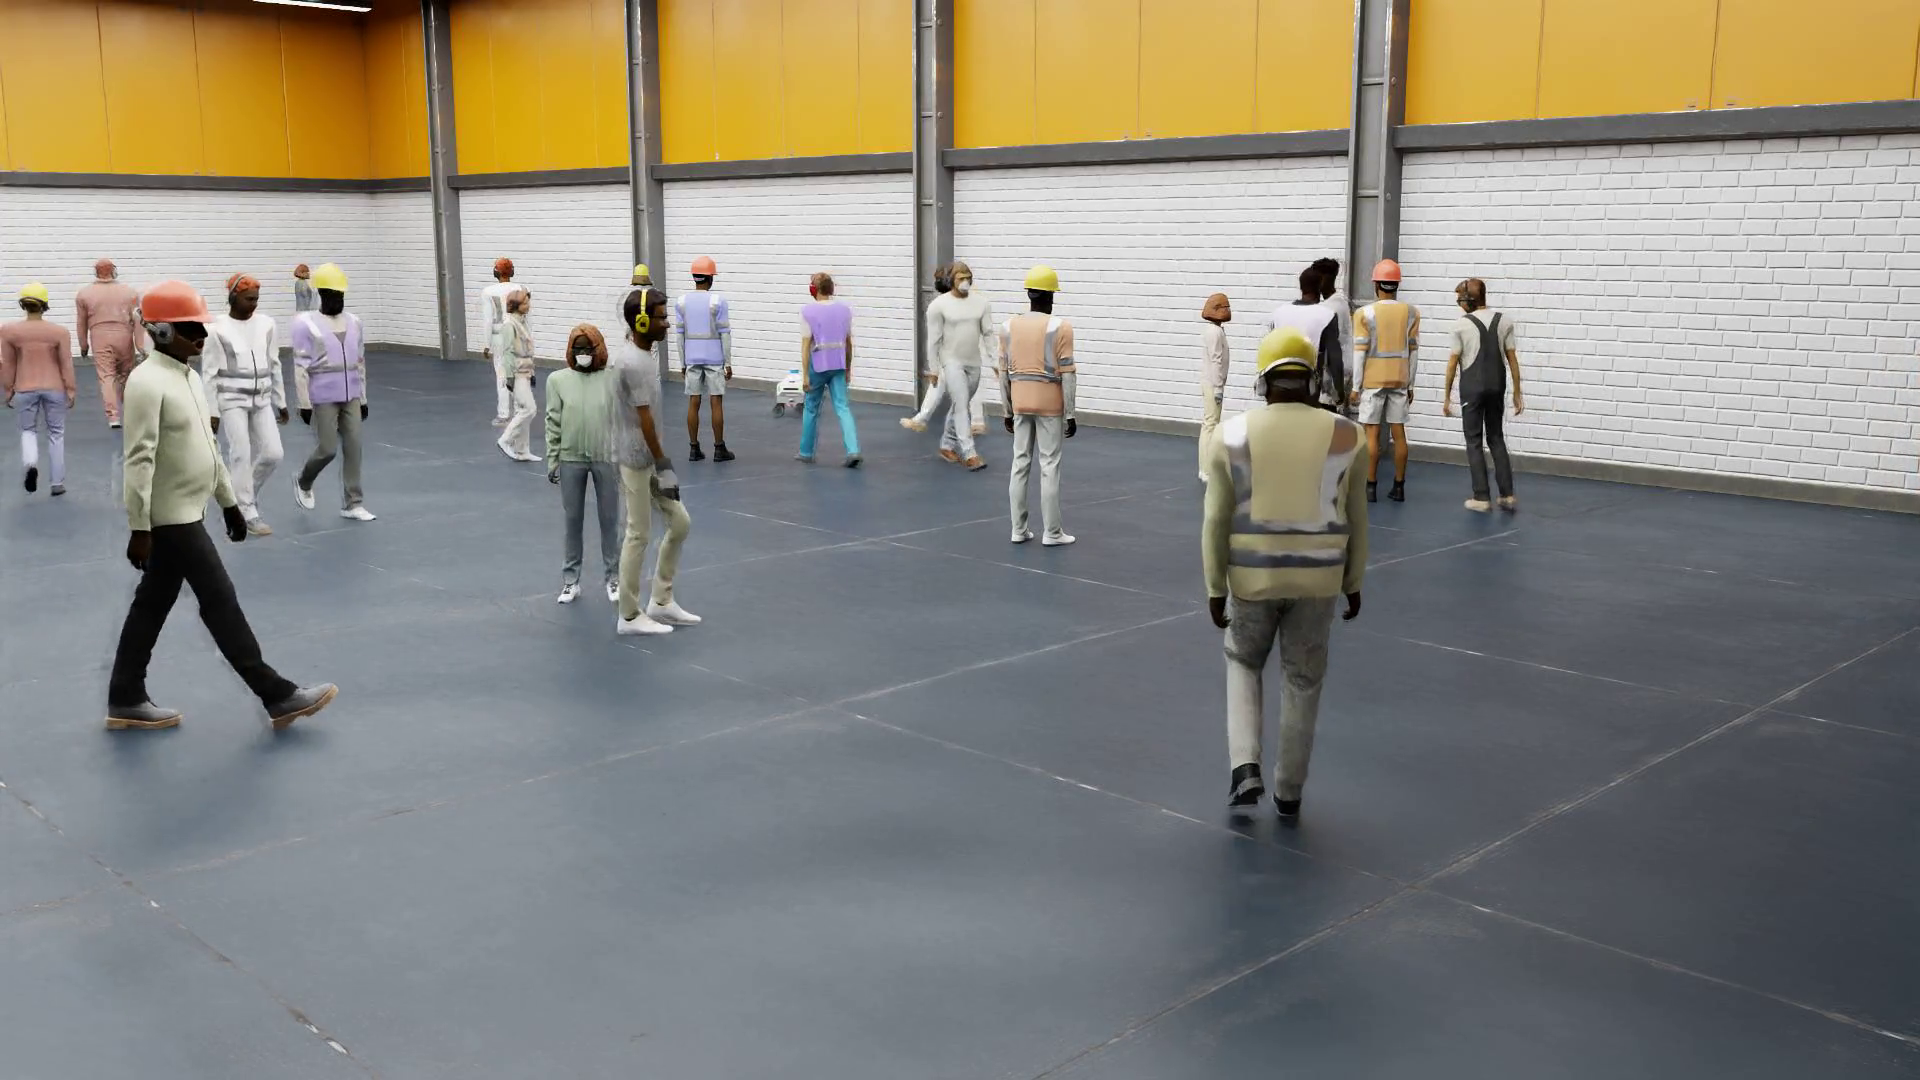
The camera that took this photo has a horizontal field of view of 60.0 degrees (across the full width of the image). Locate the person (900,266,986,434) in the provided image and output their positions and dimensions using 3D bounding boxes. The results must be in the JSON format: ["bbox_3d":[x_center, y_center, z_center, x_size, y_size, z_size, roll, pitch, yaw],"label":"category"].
[{"bbox_3d":[-0.164,-2.017,17.810,0.968,1.791,0.630,3,11,14],"label":"person"}]

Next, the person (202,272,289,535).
[{"bbox_3d":[-5.109,-0.964,11.863,0.470,1.870,0.620,7,13,34],"label":"person"}]

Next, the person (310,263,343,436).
[{"bbox_3d":[-6.707,-2.028,17.764,0.404,1.835,0.589,-7,13,-34],"label":"person"}]

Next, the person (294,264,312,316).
[{"bbox_3d":[-11.213,-3.892,28.479,0.287,1.634,0.497,-8,13,-39],"label":"person"}]

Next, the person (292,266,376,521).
[{"bbox_3d":[-4.730,-1.097,12.486,0.686,1.908,0.592,7,12,33],"label":"person"}]

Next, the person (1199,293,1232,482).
[{"bbox_3d":[2.219,-1.316,14.423,0.280,1.636,0.503,1,10,4],"label":"person"}]

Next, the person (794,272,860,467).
[{"bbox_3d":[-1.216,-1.574,15.394,0.586,1.804,0.965,-7,12,-33],"label":"person"}]

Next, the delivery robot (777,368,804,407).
[{"bbox_3d":[-1.958,-1.788,19.691,0.477,0.478,0.707,0,10,1],"label":"delivery robot"}]

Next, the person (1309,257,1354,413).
[{"bbox_3d":[3.330,-1.540,14.802,0.504,1.941,0.649,2,11,11],"label":"person"}]

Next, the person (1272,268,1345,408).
[{"bbox_3d":[2.902,-1.329,13.894,0.615,1.864,1.006,10,14,43],"label":"person"}]

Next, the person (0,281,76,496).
[{"bbox_3d":[-7.488,-1.215,13.536,0.531,1.759,0.463,-4,11,-21],"label":"person"}]

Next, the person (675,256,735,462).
[{"bbox_3d":[-2.401,-1.701,15.702,0.543,1.939,0.355,2,11,13],"label":"person"}]

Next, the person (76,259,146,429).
[{"bbox_3d":[-9.496,-2.200,18.625,0.672,1.854,1.005,-5,11,-25],"label":"person"}]

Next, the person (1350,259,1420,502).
[{"bbox_3d":[3.387,-1.267,13.330,0.547,1.939,0.376,-1,10,-6],"label":"person"}]

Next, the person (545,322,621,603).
[{"bbox_3d":[-2.154,-0.446,9.686,0.499,1.633,0.279,-1,10,-7],"label":"person"}]

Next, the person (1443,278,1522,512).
[{"bbox_3d":[4.038,-1.122,12.901,0.538,1.804,0.463,-1,10,-8],"label":"person"}]

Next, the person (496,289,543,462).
[{"bbox_3d":[-4.109,-1.529,15.590,0.364,1.623,0.537,0,10,1],"label":"person"}]

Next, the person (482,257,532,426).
[{"bbox_3d":[-5.074,-2.217,18.664,0.574,1.884,0.356,-9,13,-39],"label":"person"}]

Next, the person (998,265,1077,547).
[{"bbox_3d":[0.543,-0.913,11.433,0.587,1.927,0.367,6,12,31],"label":"person"}]

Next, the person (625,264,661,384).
[{"bbox_3d":[-4.256,-2.818,22.322,0.493,1.743,0.310,-6,12,-30],"label":"person"}]

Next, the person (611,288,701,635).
[{"bbox_3d":[-1.597,-0.395,8.825,0.582,1.846,0.499,0,10,-1],"label":"person"}]

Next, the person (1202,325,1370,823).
[{"bbox_3d":[1.179,0.134,6.035,0.586,1.810,0.426,2,11,10],"label":"person"}]

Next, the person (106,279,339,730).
[{"bbox_3d":[-3.254,-0.131,7.119,1.009,1.936,0.646,-2,11,-9],"label":"person"}]

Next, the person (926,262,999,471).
[{"bbox_3d":[0.020,-1.598,15.299,0.645,1.893,1.013,-6,12,-30],"label":"person"}]
